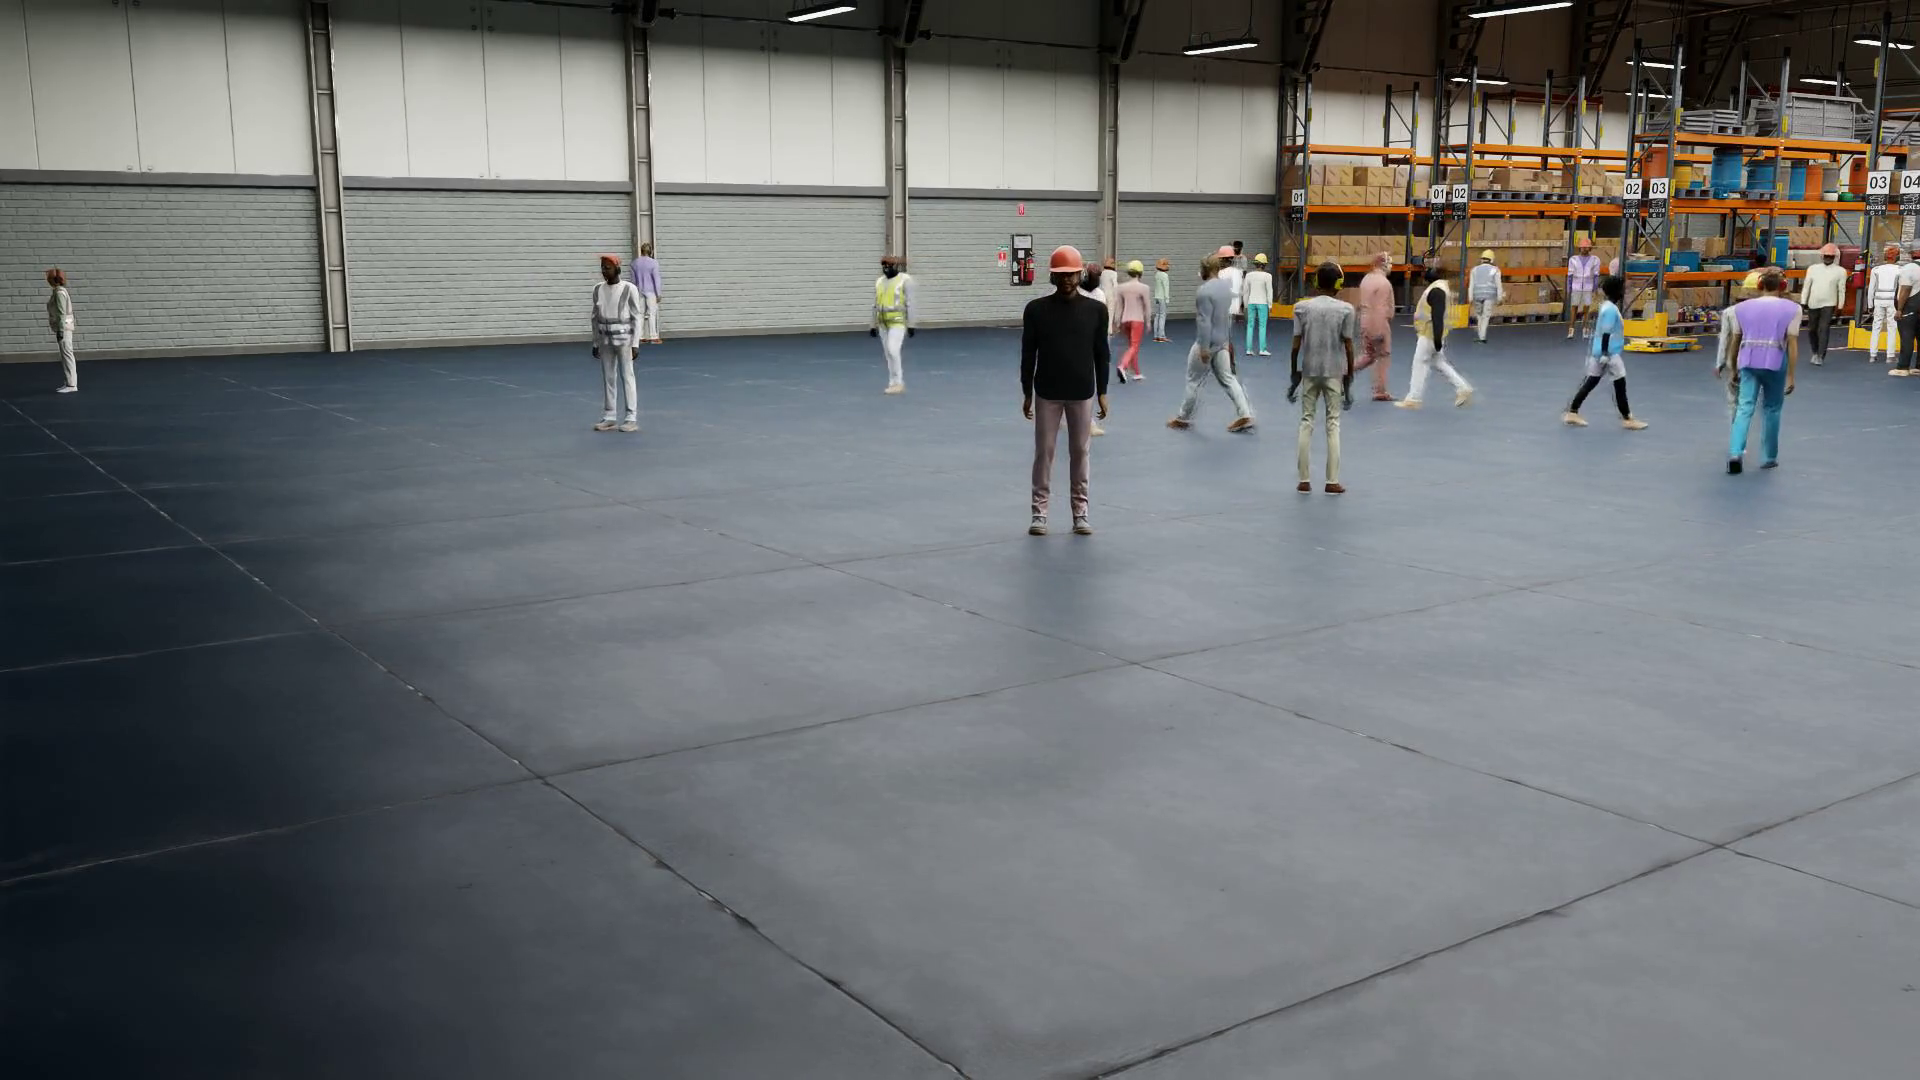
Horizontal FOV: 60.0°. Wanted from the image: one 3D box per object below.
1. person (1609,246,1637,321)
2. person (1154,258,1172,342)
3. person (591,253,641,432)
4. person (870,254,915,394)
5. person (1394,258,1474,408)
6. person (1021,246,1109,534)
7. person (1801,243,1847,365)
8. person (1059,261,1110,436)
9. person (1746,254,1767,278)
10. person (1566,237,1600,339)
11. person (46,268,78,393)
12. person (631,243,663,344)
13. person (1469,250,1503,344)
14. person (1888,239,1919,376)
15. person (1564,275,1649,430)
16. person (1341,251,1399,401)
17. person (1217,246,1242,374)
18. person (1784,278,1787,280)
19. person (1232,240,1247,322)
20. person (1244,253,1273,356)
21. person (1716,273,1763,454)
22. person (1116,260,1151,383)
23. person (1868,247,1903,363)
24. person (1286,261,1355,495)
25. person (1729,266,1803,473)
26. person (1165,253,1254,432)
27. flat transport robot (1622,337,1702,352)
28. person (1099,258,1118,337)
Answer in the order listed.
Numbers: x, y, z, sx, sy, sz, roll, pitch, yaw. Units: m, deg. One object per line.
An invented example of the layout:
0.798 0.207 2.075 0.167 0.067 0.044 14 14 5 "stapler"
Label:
14.498 -5.503 36.404 0.666 1.867 0.518 0 10 1 "person"
3.987 -4.720 32.749 0.285 1.633 0.499 -4 11 -19 "person"
-3.650 -2.088 17.635 0.584 1.882 0.337 5 11 24 "person"
-0.927 -2.792 21.662 0.652 1.823 0.559 8 13 37 "person"
5.718 -2.469 19.928 0.849 1.819 0.628 4 11 19 "person"
0.728 -1.024 11.499 0.614 1.993 0.395 0 10 0 "person"
13.995 -3.830 26.959 0.625 1.976 0.824 9 14 42 "person"
1.247 -2.022 17.502 0.644 1.810 0.828 -10 14 -43 "person"
16.438 -5.024 34.241 0.529 1.697 0.321 3 11 18 "person"
12.549 -5.065 33.528 0.615 2.038 0.396 4 11 20 "person"
-11.900 -2.771 22.041 0.308 1.645 0.514 -6 12 -29 "person"
-6.036 -4.748 32.065 0.633 1.938 0.356 5 11 24 "person"
10.192 -4.683 32.094 0.606 1.800 0.823 9 14 41 "person"
14.146 -3.456 24.705 0.672 2.000 0.536 -3 11 -15 "person"
6.952 -2.010 17.854 0.857 1.652 0.540 3 11 16 "person"
5.139 -2.666 20.818 0.725 1.885 0.636 -2 10 -10 "person"
3.936 -3.449 25.007 0.629 1.918 0.558 7 12 33 "person"
25.872 -8.314 52.503 0.526 1.615 0.504 1 10 5 "person"
6.746 -6.297 40.480 0.361 1.965 0.613 -4 11 -20 "person"
5.194 -4.086 28.910 0.533 1.767 0.321 7 13 35 "person"
7.538 -1.675 15.860 0.509 1.704 0.854 10 14 43 "person"
2.434 -3.110 23.657 0.531 1.737 0.822 8 13 39 "person"
15.229 -3.854 27.313 0.585 1.882 0.340 10 14 44 "person"
2.894 -1.286 13.332 0.562 1.859 0.343 5 11 24 "person"
7.025 -1.493 14.585 0.574 1.813 0.942 8 13 39 "person"
2.686 -2.071 17.572 1.037 1.891 0.639 8 13 39 "person"
12.644 -3.526 29.941 1.431 0.197 0.652 -7 12 -33 "flat transport robot"
3.068 -4.997 34.288 0.290 1.632 0.504 -8 13 -36 "person"
